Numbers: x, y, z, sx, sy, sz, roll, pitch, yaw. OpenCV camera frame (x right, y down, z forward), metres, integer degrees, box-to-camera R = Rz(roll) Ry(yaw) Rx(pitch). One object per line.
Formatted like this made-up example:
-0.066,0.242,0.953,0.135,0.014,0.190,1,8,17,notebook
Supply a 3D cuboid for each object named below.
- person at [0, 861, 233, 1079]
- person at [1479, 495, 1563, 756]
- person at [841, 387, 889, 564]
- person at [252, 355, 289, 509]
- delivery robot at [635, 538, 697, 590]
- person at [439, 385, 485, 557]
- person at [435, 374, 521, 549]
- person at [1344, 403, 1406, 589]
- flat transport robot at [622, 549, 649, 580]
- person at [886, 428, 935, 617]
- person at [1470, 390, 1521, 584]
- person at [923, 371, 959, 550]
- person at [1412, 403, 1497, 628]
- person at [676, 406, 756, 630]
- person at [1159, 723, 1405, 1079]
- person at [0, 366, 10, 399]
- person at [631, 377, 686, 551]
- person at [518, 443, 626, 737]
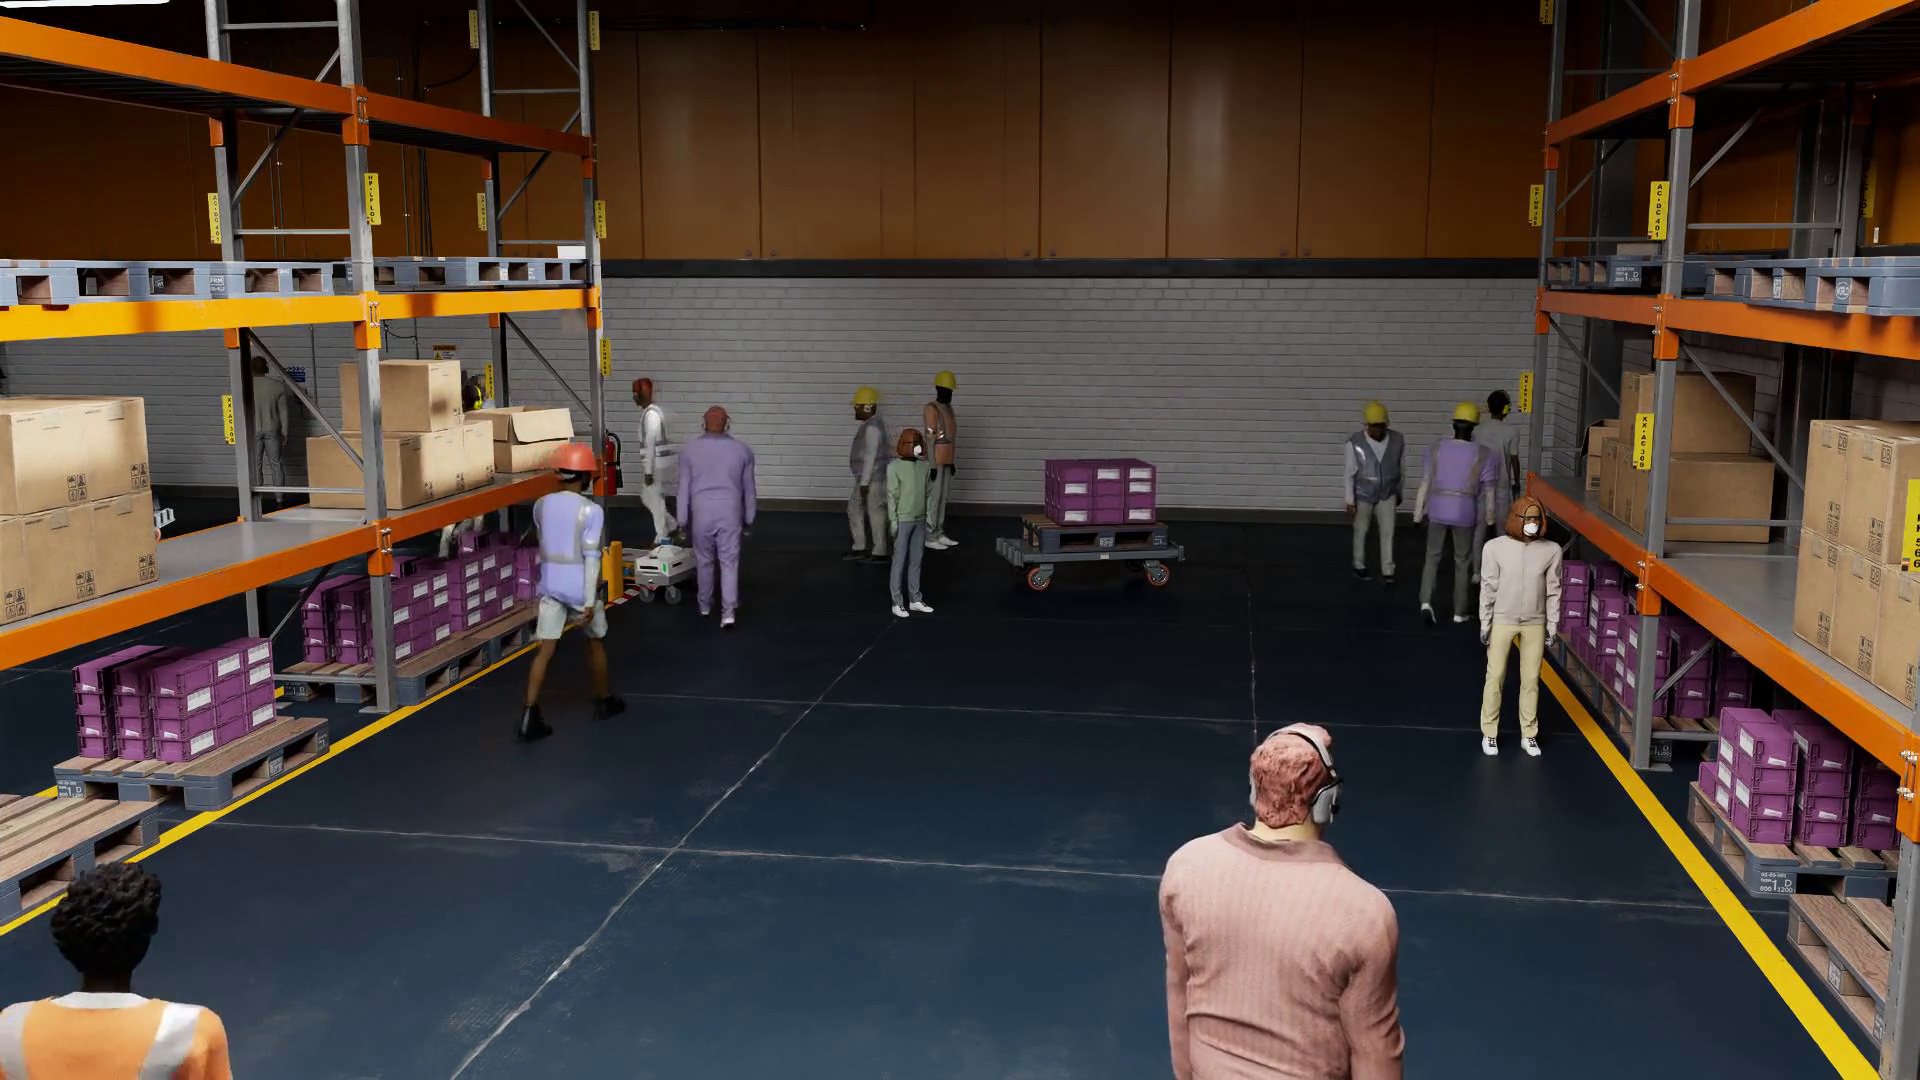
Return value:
-1.892,1.540,3.847,0.559,1.668,0.688,0,9,-1,person
3.448,0.529,10.264,0.496,1.629,0.277,0,9,3,person
-1.022,-0.648,16.924,0.610,1.815,0.620,-1,9,-7,person
-8.723,-1.338,20.810,0.636,1.938,0.358,-5,11,-30,person
-2.669,0.223,15.155,0.477,0.478,0.707,3,10,18,delivery robot
-5.020,-0.648,16.876,0.535,1.840,0.809,2,9,13,person
-5.166,-0.814,17.750,0.974,1.889,0.636,-1,9,-4,person
3.945,-0.430,15.778,0.619,1.756,0.941,0,9,1,person
-3.219,0.241,16.202,1.431,0.197,0.652,5,10,27,flat transport robot
-0.426,-0.157,14.461,0.282,1.636,0.500,9,13,44,person
5.081,-0.493,15.821,0.534,1.868,0.312,7,12,38,person
-0.191,-0.864,17.933,0.382,1.923,0.591,4,10,22,person
4.132,-0.195,13.896,0.640,1.893,0.822,4,10,25,person
-2.059,-0.191,14.048,0.683,1.849,1.030,-1,9,-7,person
0.800,1.389,4.125,0.645,1.900,0.399,8,12,40,person
-10.411,-0.929,17.976,0.684,2.000,0.535,1,9,7,person
-3.241,-0.790,17.637,0.428,1.868,0.615,-1,9,-8,person
-2.551,0.319,10.783,0.551,1.893,0.982,3,10,19,person
